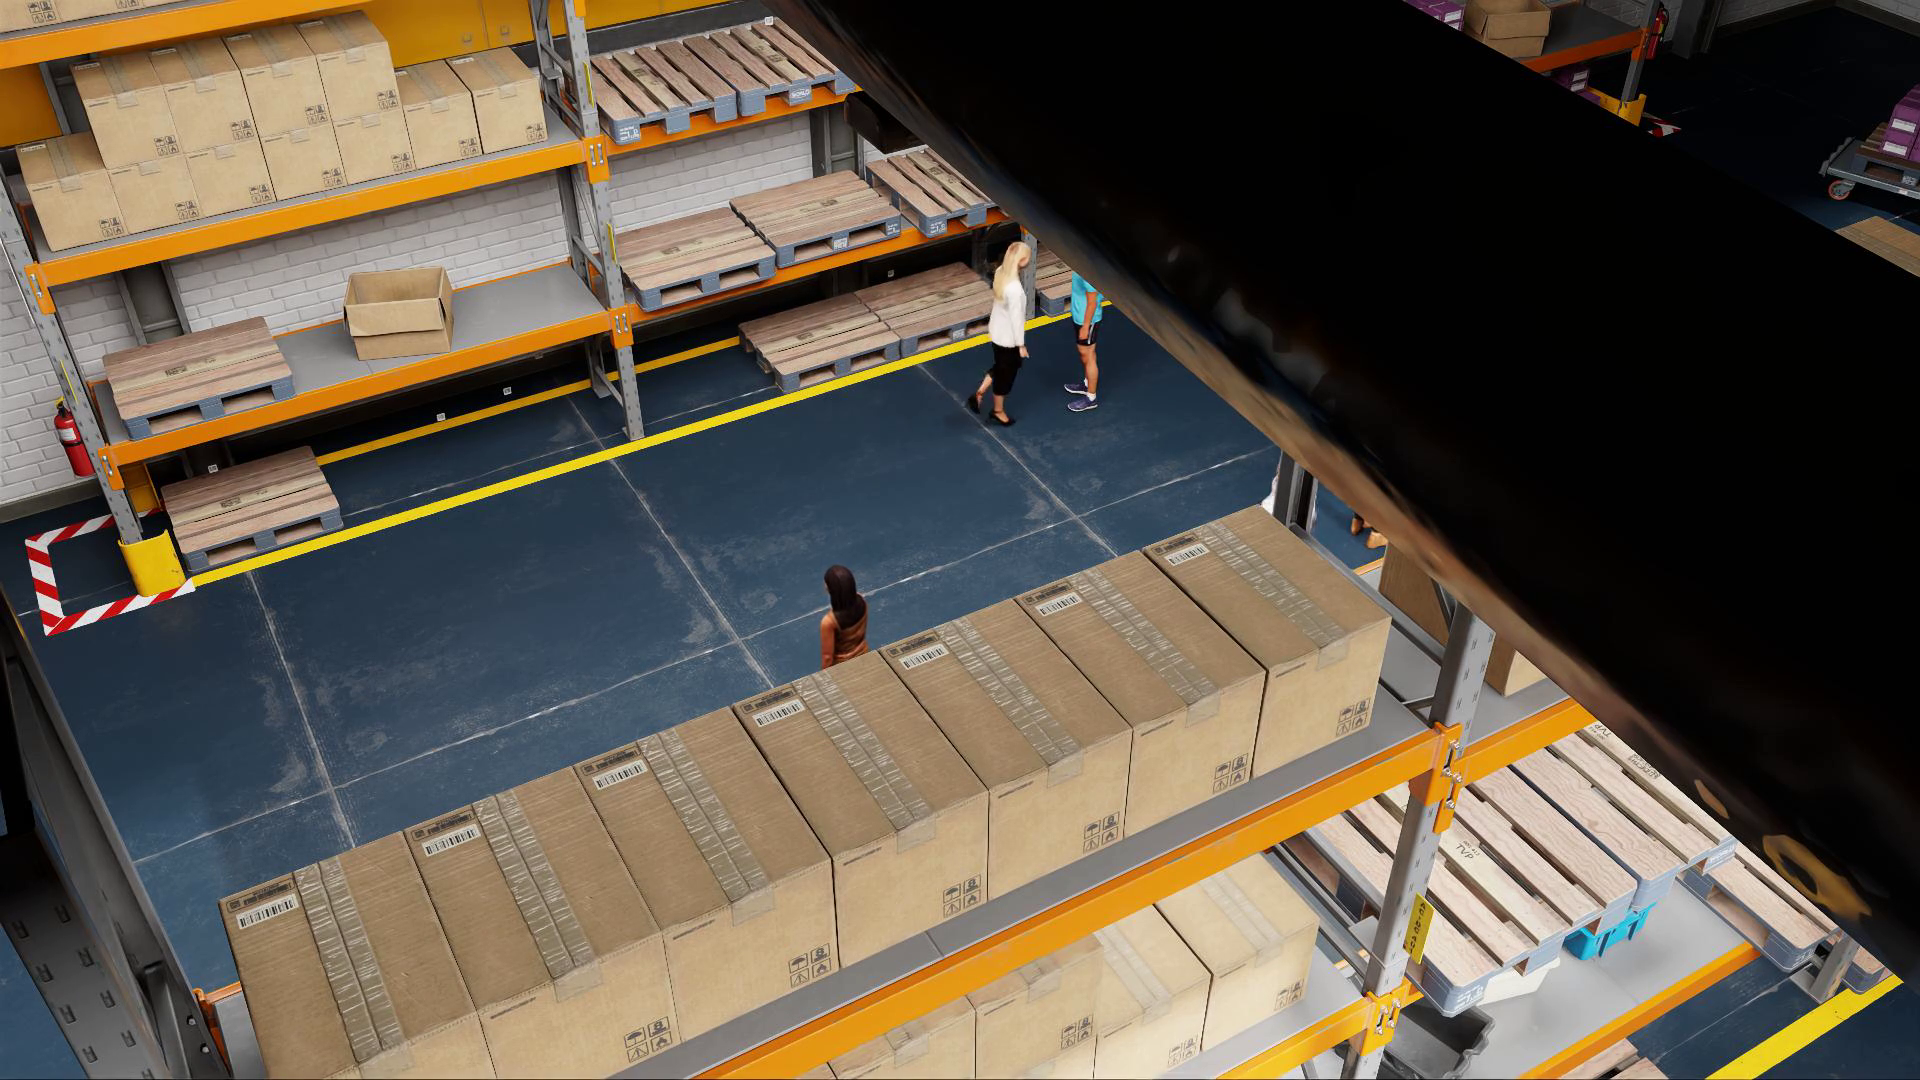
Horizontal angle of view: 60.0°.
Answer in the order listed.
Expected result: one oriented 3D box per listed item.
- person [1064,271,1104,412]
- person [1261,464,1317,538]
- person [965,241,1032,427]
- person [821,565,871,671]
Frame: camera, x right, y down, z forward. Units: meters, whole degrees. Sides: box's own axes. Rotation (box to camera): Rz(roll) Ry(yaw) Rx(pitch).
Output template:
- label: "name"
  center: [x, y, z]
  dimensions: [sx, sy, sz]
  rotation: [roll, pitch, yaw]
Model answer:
- label: "person"
  center: [1.100, -1.936, 14.346]
  dimensions: [0.678, 1.773, 0.689]
  rotation: [0, 39, 0]
- label: "person"
  center: [2.387, 0.079, 11.859]
  dimensions: [0.776, 1.728, 0.754]
  rotation: [-12, 40, -14]
- label: "person"
  center: [0.302, -1.673, 13.965]
  dimensions: [0.861, 1.837, 0.786]
  rotation: [-10, 40, -12]
- label: "person"
  center: [-0.733, 0.851, 10.926]
  dimensions: [0.694, 1.686, 0.584]
  rotation: [23, 44, 26]
